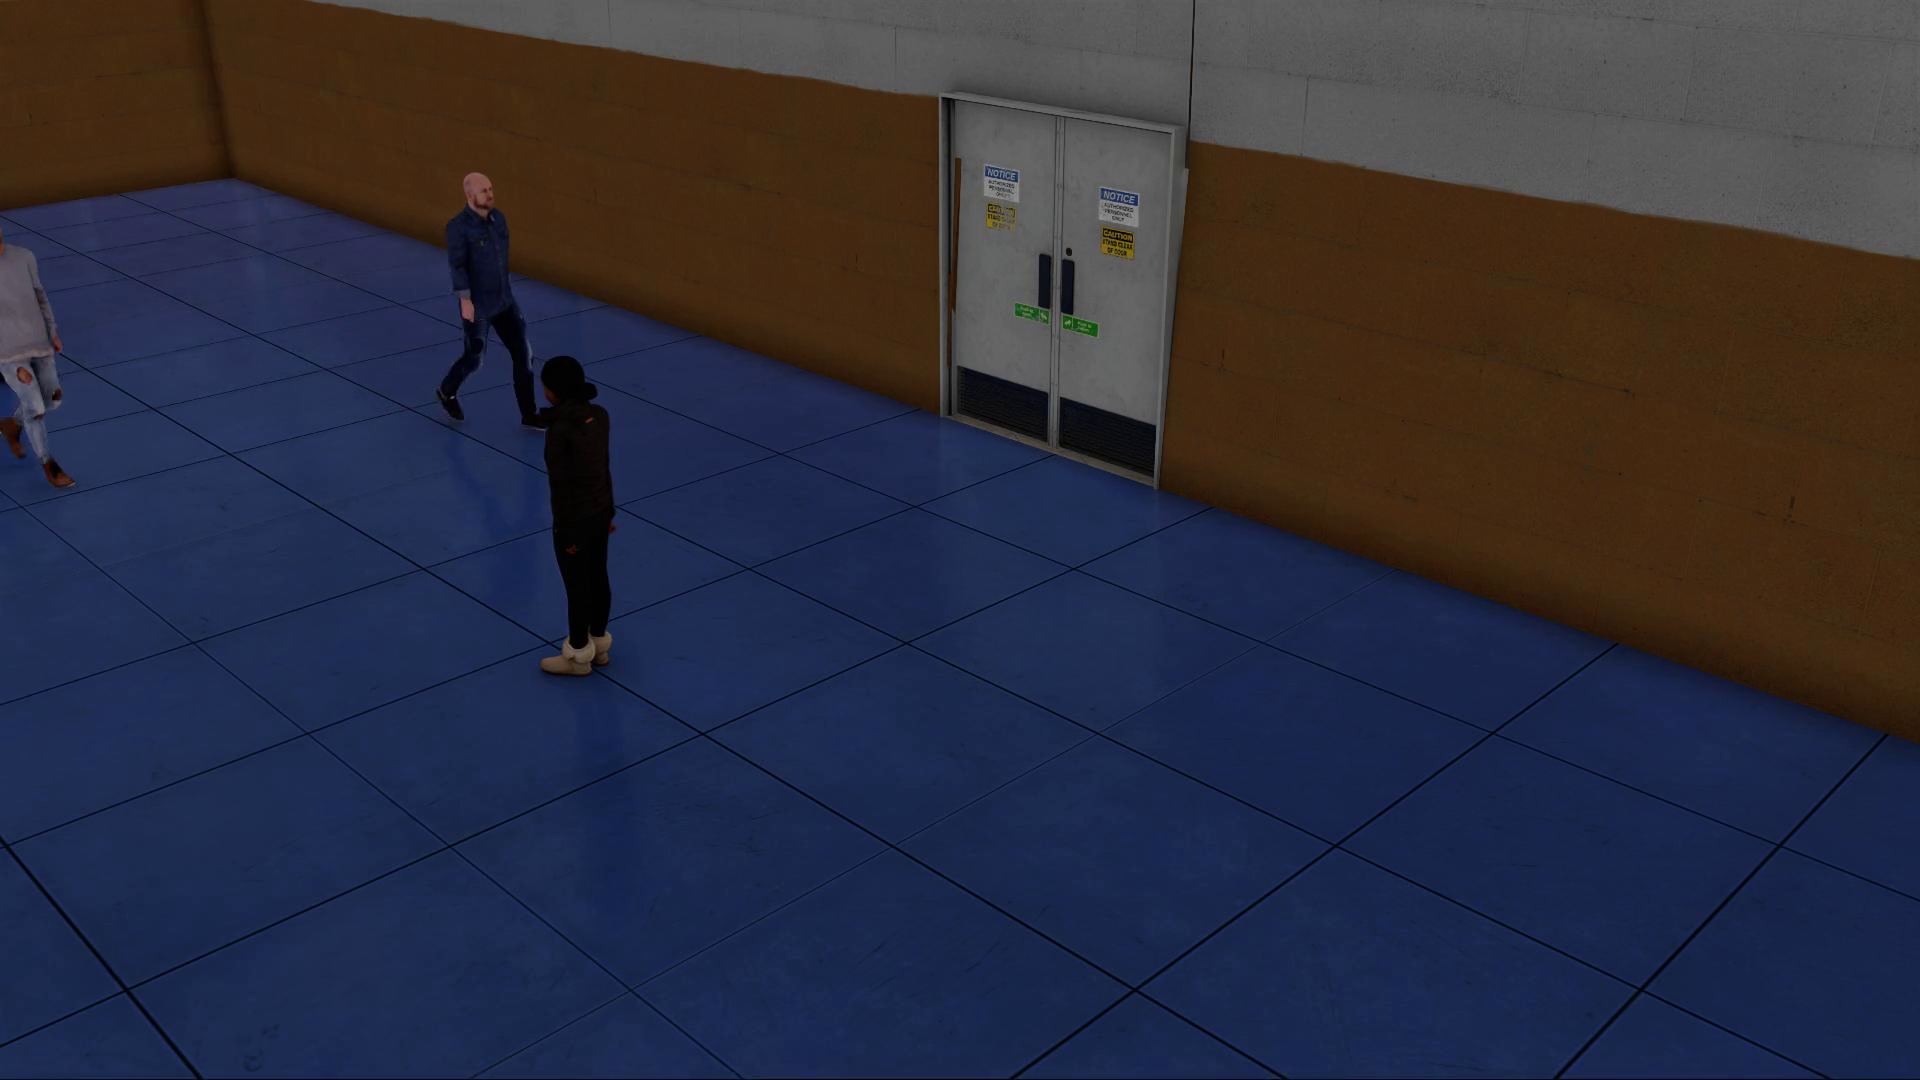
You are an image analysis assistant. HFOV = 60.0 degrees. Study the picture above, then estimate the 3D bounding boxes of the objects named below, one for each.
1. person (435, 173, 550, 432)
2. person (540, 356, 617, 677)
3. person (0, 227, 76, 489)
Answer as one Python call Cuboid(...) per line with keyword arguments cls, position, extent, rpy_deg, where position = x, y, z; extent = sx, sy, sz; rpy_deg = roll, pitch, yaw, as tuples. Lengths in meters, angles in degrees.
Cuboid(cls="person", position=(-3.322, -1.610, 11.471), extent=(1.020, 1.793, 1.186), rpy_deg=(12, 26, 26))
Cuboid(cls="person", position=(-1.854, -0.105, 8.195), extent=(0.725, 1.661, 0.668), rpy_deg=(1, 24, 2))
Cuboid(cls="person", position=(-6.049, -1.250, 10.614), extent=(0.940, 1.820, 1.026), rpy_deg=(12, 26, 25))
